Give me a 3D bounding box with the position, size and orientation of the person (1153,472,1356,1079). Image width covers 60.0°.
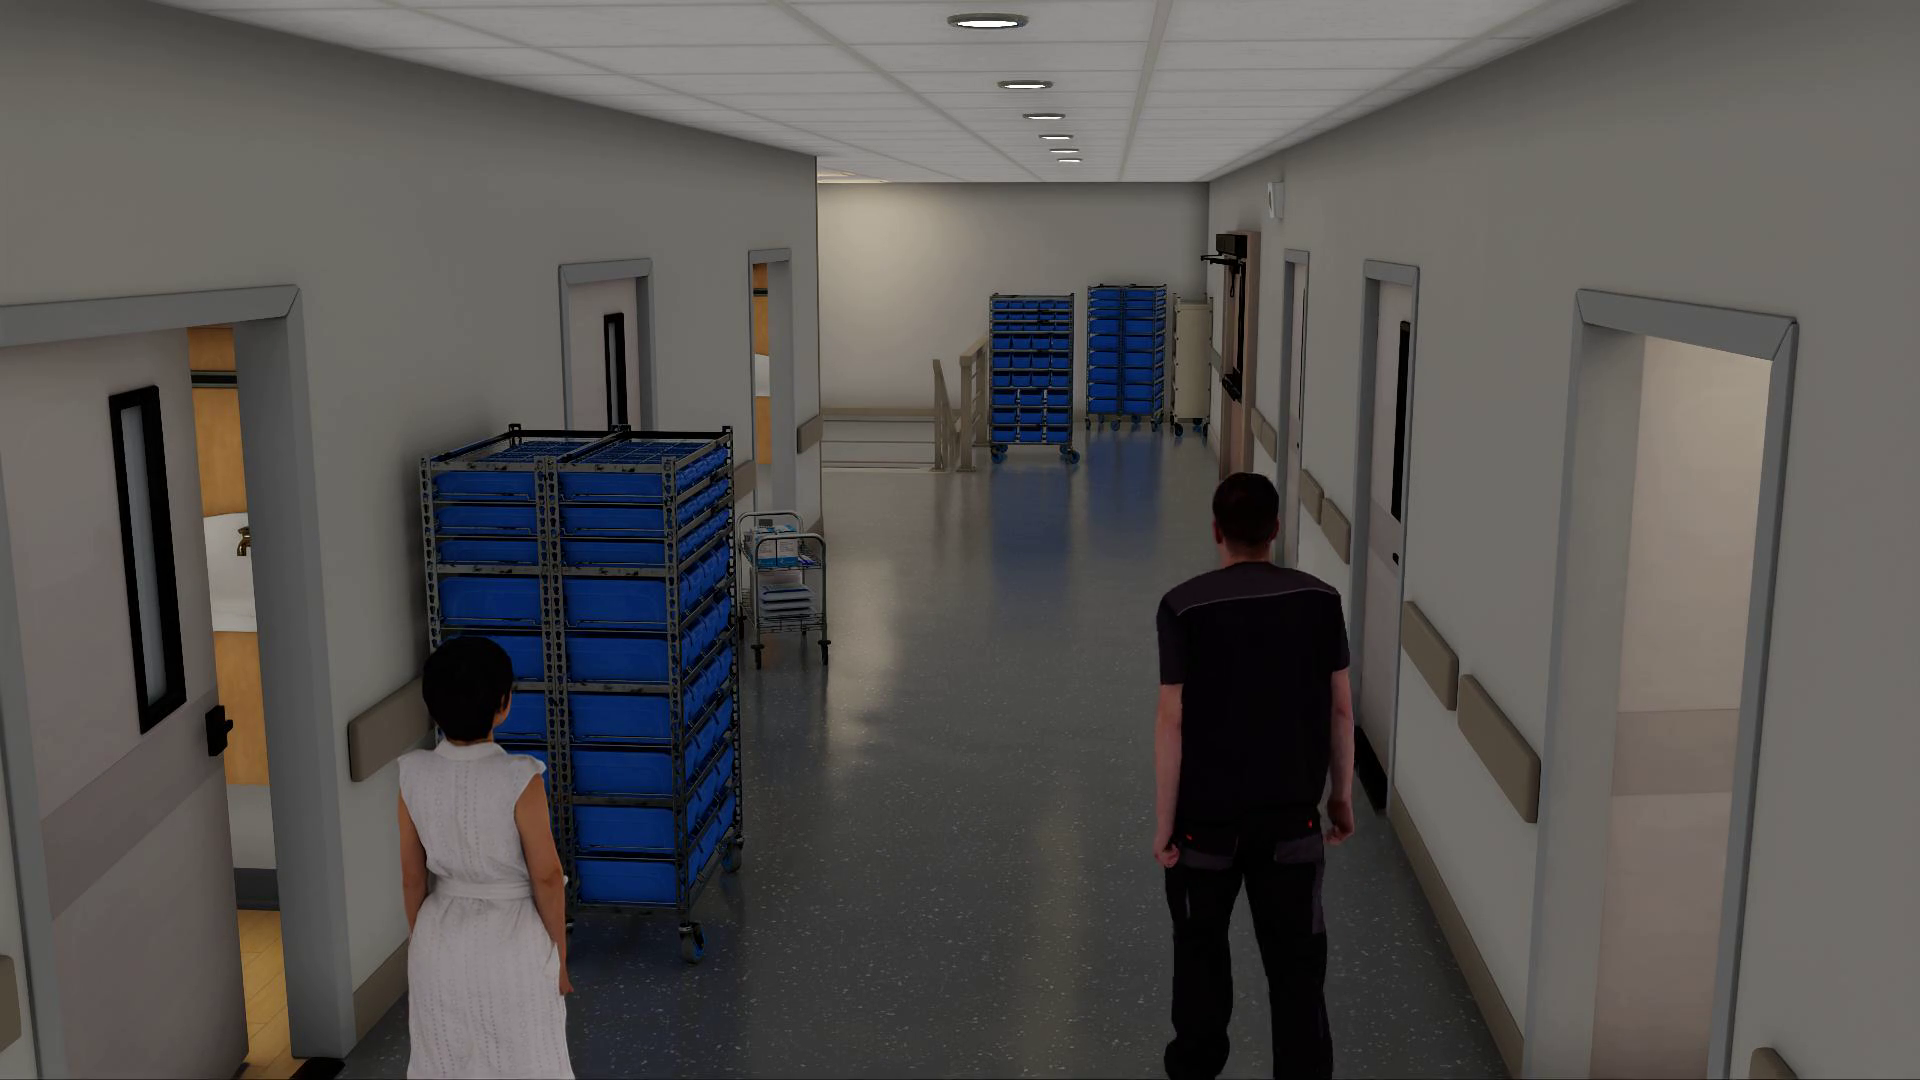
[{"bbox_3d":[0.774,0.769,4.357,0.824,1.802,1.095,0,11,-2],"label":"person"}]

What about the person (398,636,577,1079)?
[{"bbox_3d":[-1.108,0.980,3.902,0.556,1.556,0.518,1,11,7],"label":"person"}]
